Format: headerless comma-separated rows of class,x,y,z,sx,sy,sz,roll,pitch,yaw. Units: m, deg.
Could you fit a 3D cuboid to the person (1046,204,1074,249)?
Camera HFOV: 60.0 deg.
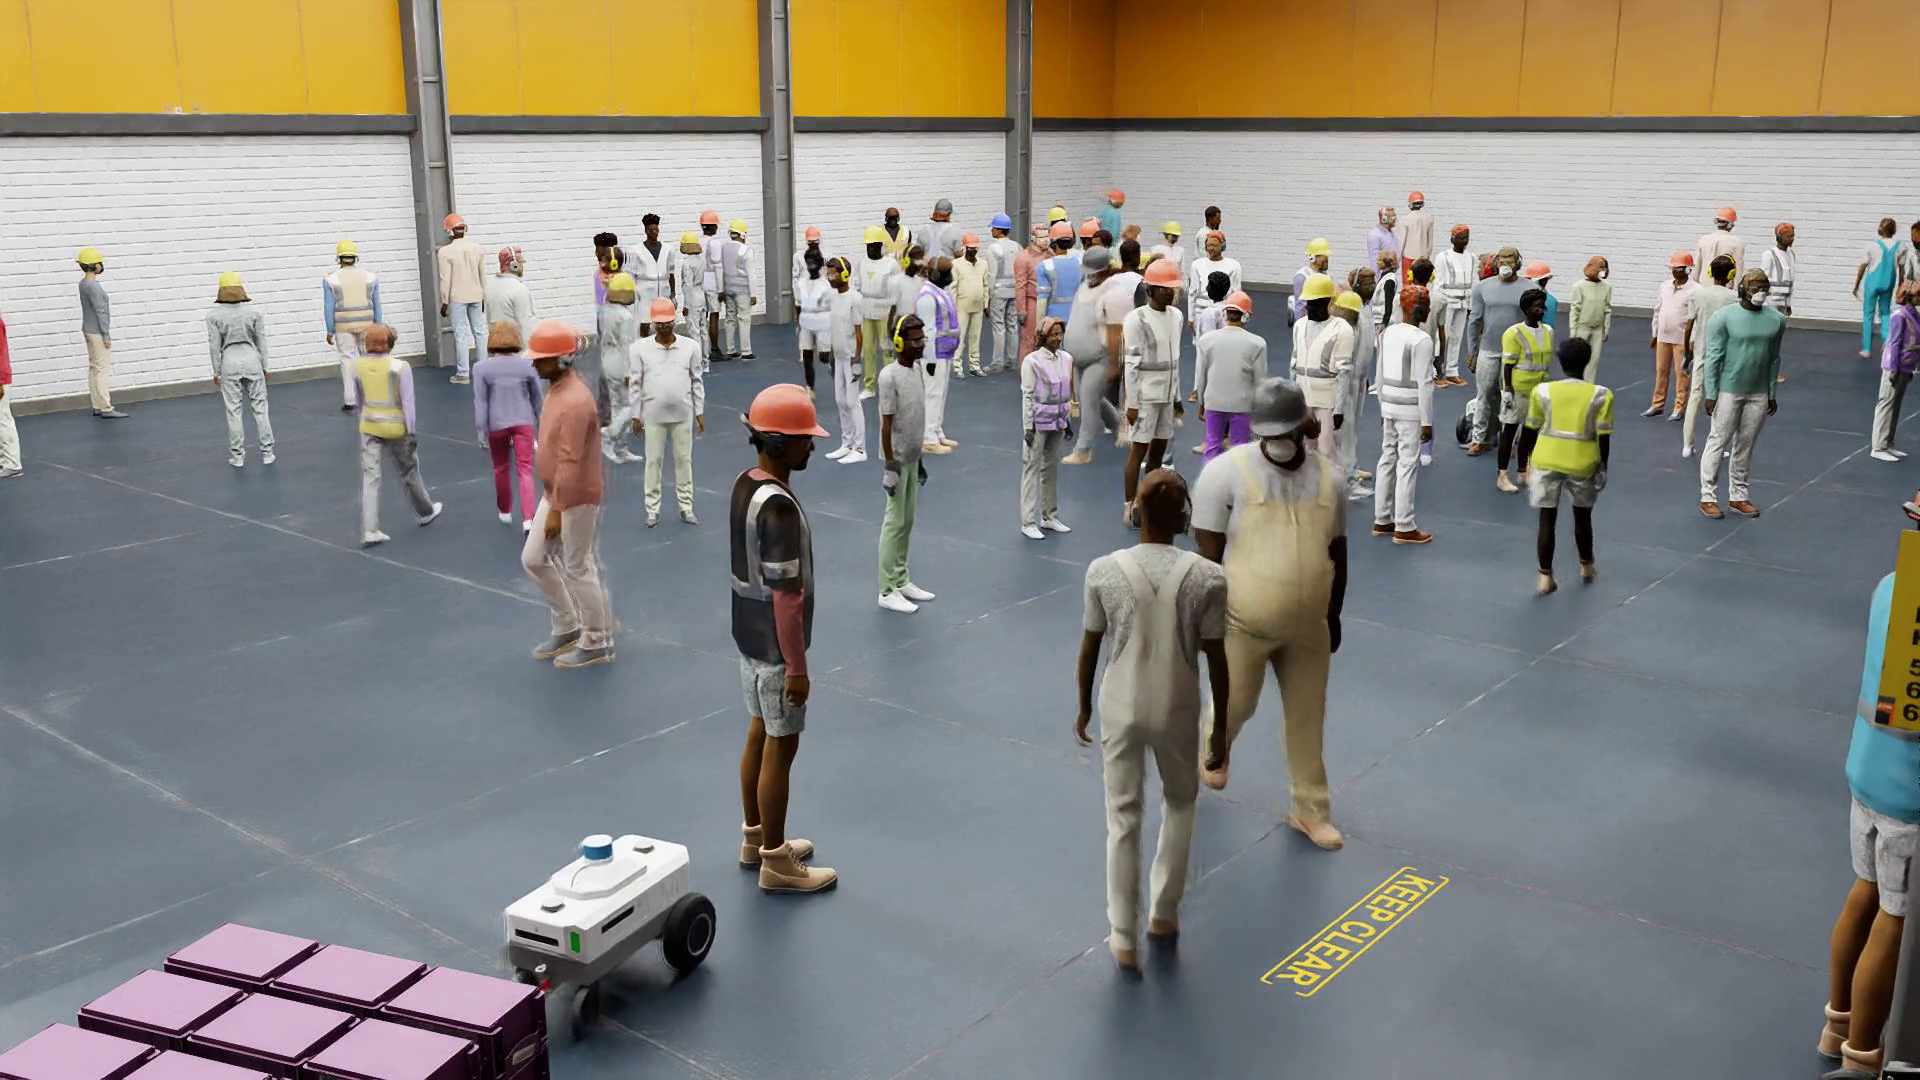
person,1.791,-5.225,29.901,0.525,1.608,0.736,4,15,17

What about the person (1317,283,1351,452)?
person,3.368,-1.466,14.839,0.307,1.645,0.512,-2,14,-8

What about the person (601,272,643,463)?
person,-3.061,-1.529,14.908,0.449,1.728,0.495,-10,17,-35

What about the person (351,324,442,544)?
person,-4.209,-0.801,12.279,0.526,1.582,0.894,3,14,11

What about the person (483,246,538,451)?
person,-4.144,-1.782,15.565,0.651,1.906,0.409,13,19,42

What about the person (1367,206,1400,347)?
person,5.848,-3.629,22.949,0.409,1.907,0.648,10,17,36

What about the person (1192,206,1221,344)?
person,3.423,-3.670,23.117,0.388,1.910,0.591,6,15,23

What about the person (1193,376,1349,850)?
person,1.331,0.262,7.129,0.705,2.000,0.732,-3,14,-13

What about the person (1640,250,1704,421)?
person,7.381,-2.110,17.184,0.327,1.753,0.563,-9,16,-31

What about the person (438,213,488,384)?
person,-5.870,-2.845,19.642,0.393,1.993,0.610,12,18,40

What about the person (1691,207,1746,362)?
person,9.656,-3.225,21.172,0.440,1.985,0.646,-12,18,-40

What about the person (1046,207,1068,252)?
person,1.338,-3.524,22.489,0.378,1.923,0.595,4,14,14

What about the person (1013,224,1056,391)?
person,0.912,-2.635,18.976,0.651,1.907,0.409,-12,19,-40

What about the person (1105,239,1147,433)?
person,1.620,-1.976,16.320,0.392,1.919,0.591,-11,18,-37

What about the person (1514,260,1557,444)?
person,5.459,-1.786,15.891,0.338,1.749,0.573,11,18,38

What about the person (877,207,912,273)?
person,-0.989,-3.926,24.271,0.633,1.839,0.429,-4,15,-14

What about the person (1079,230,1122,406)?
person,1.536,-2.357,17.845,0.392,1.918,0.587,-8,16,-28

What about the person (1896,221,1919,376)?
person,11.731,-2.925,20.210,0.707,1.862,0.628,0,14,1

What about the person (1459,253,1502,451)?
person,4.955,-1.753,15.571,0.396,1.847,0.565,9,17,33

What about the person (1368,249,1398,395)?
person,4.800,-2.464,18.833,0.307,1.641,0.514,1,14,4

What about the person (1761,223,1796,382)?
person,9.647,-2.796,19.666,0.584,1.882,0.347,-10,17,-34

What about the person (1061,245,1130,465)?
person,1.288,-1.701,14.969,0.764,2.000,0.718,-7,16,-25

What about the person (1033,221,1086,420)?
person,1.033,-2.239,17.114,0.605,2.045,0.379,-6,15,-24

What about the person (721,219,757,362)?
person,-2.857,-3.223,21.494,0.593,1.824,0.403,9,17,33

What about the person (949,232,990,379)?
person,0.121,-2.820,20.025,0.560,1.752,0.326,-9,17,-32

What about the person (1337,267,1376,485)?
person,3.358,-1.392,14.133,0.336,1.845,0.513,8,16,29

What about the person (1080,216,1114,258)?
person,1.631,-3.034,20.573,0.402,1.906,0.651,-6,15,-23

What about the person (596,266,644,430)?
person,-3.388,-1.923,16.509,0.641,1.723,0.576,-13,19,-41

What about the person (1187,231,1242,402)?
person,2.775,-2.434,18.217,0.587,1.882,0.341,6,15,23

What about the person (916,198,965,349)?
person,-0.212,-3.613,22.612,0.688,2.000,0.539,7,16,26

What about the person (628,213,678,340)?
person,-3.724,-2.981,20.237,0.606,1.966,0.367,-9,16,-31

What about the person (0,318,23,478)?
person,-8.426,-1.406,14.404,0.574,1.740,0.355,13,19,41

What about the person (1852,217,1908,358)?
person,12.028,-3.302,21.792,0.519,1.829,0.460,2,14,10

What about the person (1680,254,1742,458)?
person,6.869,-1.668,15.186,0.537,1.869,0.314,11,18,37

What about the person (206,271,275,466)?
person,-6.454,-1.531,14.915,0.484,1.735,0.311,-7,16,-27

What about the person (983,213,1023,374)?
person,0.520,-3.026,20.447,0.380,1.949,0.613,12,19,40

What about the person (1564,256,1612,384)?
person,6.861,-2.281,18.137,0.504,1.628,0.279,-4,15,-14

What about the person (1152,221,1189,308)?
person,2.797,-3.355,22.139,0.554,1.752,0.387,-7,16,-25

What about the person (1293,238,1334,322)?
person,3.796,-2.299,17.782,0.590,1.833,0.403,-14,19,-43
